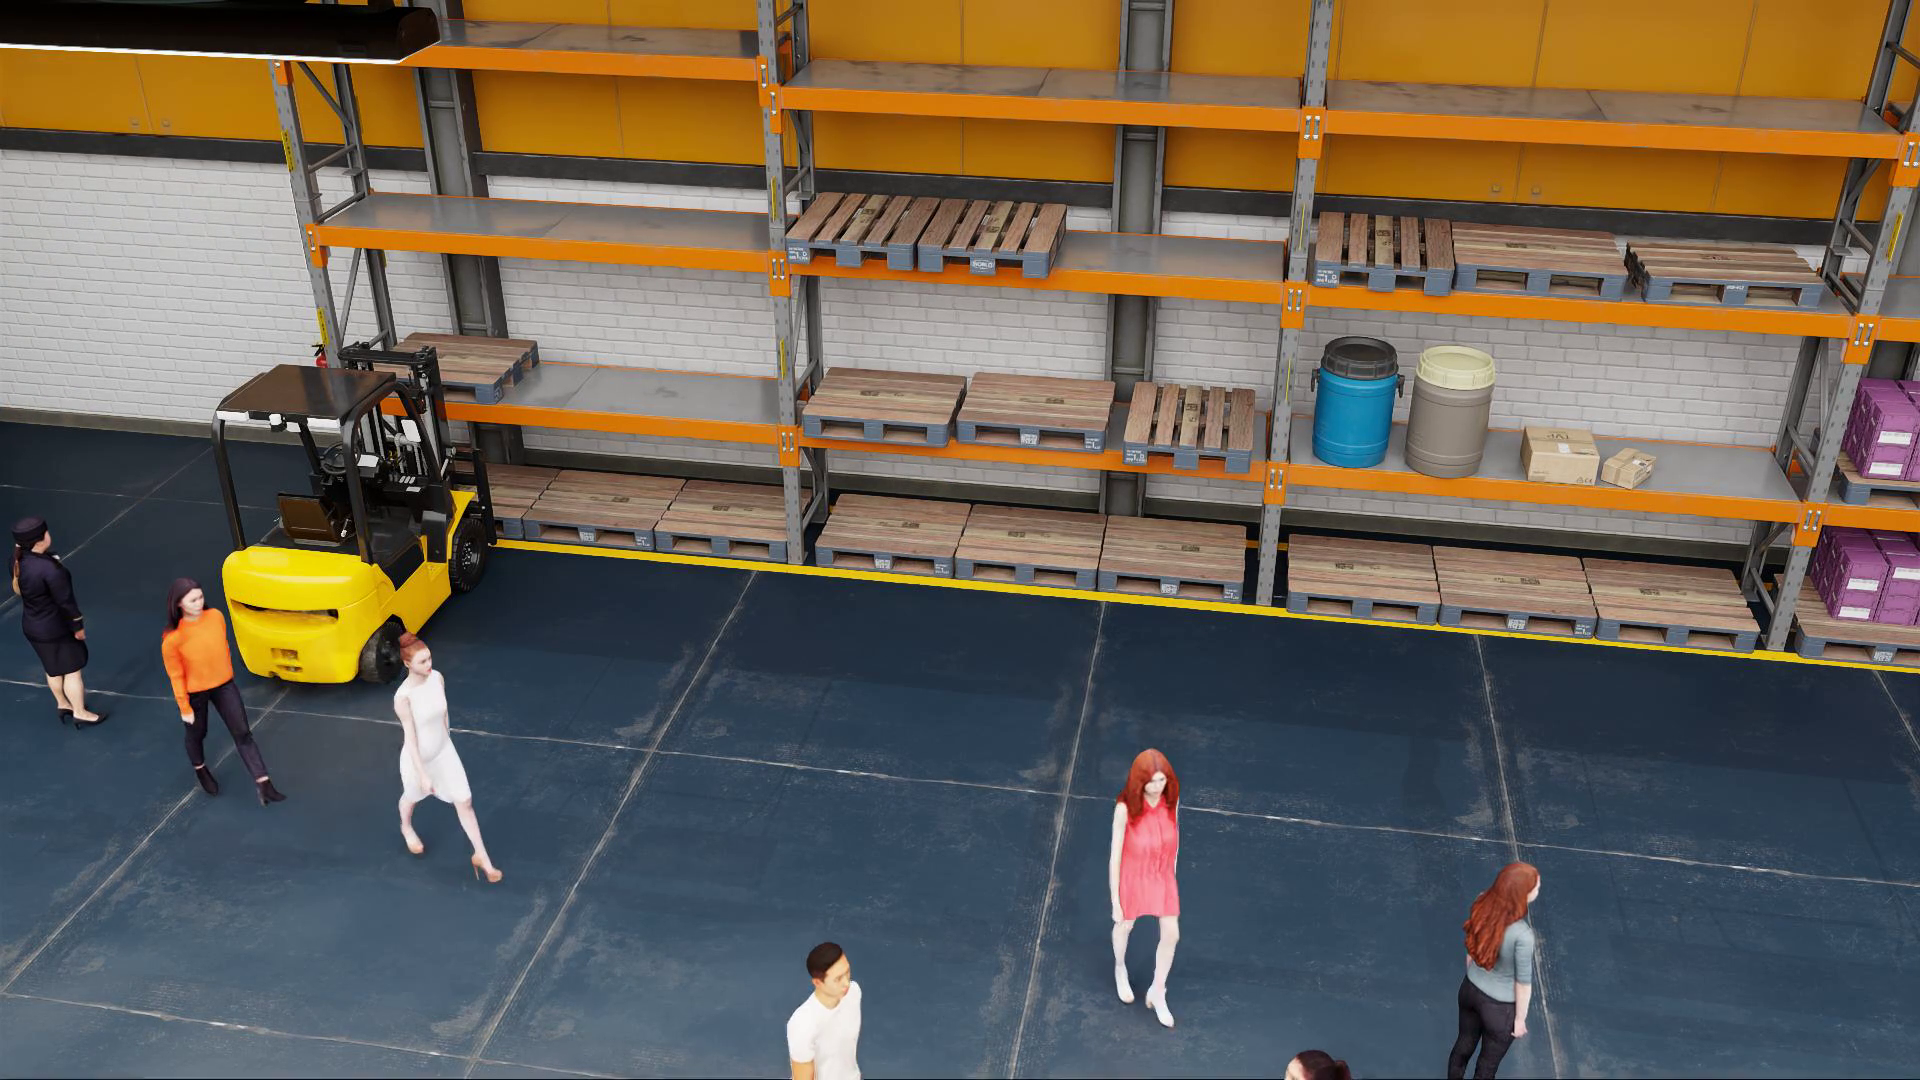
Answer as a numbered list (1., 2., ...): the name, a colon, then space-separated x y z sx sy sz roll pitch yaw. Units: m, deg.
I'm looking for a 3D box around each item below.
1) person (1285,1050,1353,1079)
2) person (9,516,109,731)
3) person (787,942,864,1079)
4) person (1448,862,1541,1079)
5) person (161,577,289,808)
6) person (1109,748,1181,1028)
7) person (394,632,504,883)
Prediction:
1. person: 1.647 2.959 7.601 0.719 1.665 0.719 -6 29 -12
2. person: -6.493 0.609 11.905 0.689 1.670 0.832 15 32 26
3. person: -0.717 2.645 8.063 1.222 1.775 0.993 19 34 31
4. person: 2.744 2.373 8.596 0.690 1.742 0.669 -11 31 -20
5. person: -5.104 1.007 11.139 1.198 1.703 0.949 19 34 31
6. person: 0.995 1.885 9.423 0.827 1.807 0.870 -10 30 -18
7. person: -3.405 1.372 10.431 1.160 1.742 0.860 16 32 26
